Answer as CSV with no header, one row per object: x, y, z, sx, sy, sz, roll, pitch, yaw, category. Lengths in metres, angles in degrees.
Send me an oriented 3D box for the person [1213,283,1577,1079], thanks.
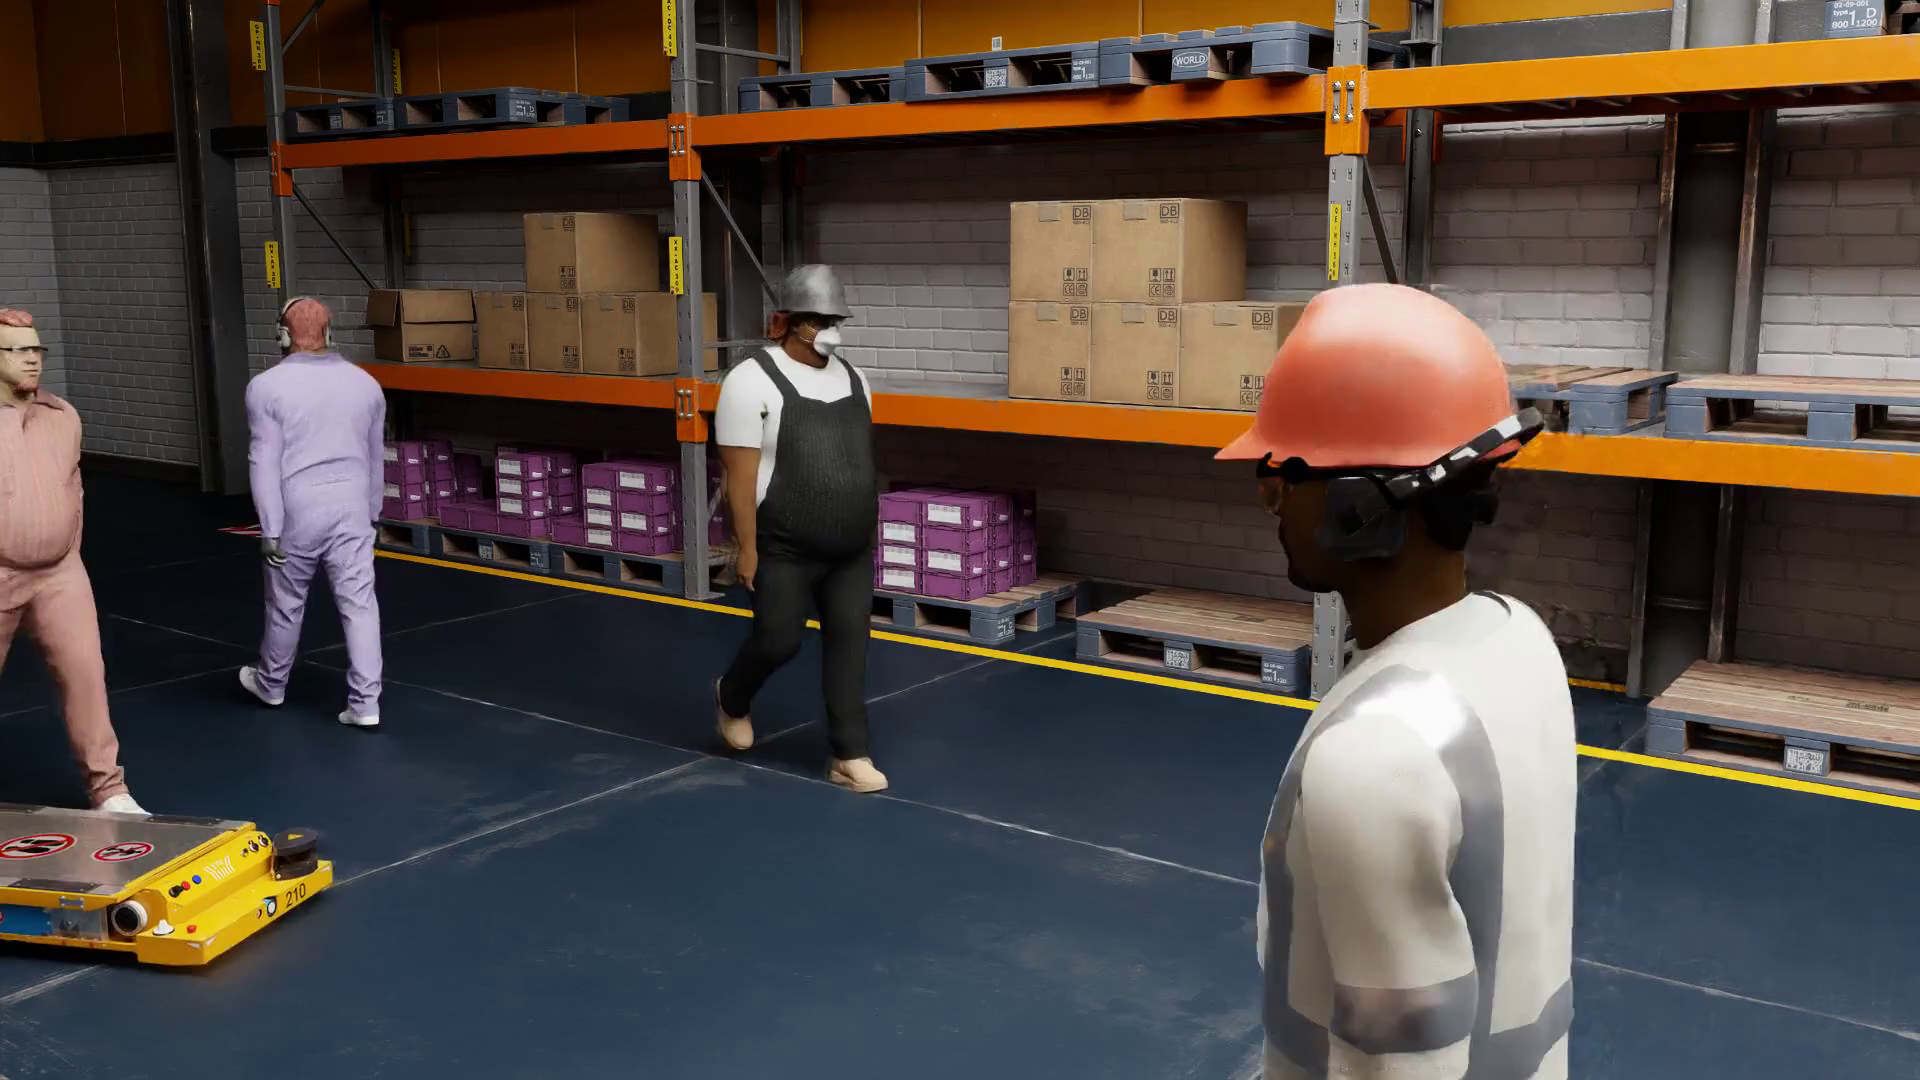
0.563,0.726,1.844,0.970,2.010,0.609,7,12,36,person

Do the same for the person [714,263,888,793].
-0.620,-0.063,6.417,0.687,2.000,0.792,-8,12,-39,person

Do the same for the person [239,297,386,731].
-2.850,-0.121,7.292,0.987,1.853,0.665,8,13,41,person

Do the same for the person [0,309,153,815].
-3.413,0.105,5.970,0.998,1.864,0.634,6,11,30,person

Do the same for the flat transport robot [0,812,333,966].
-2.766,1.036,5.128,1.431,0.197,0.652,2,10,11,flat transport robot
